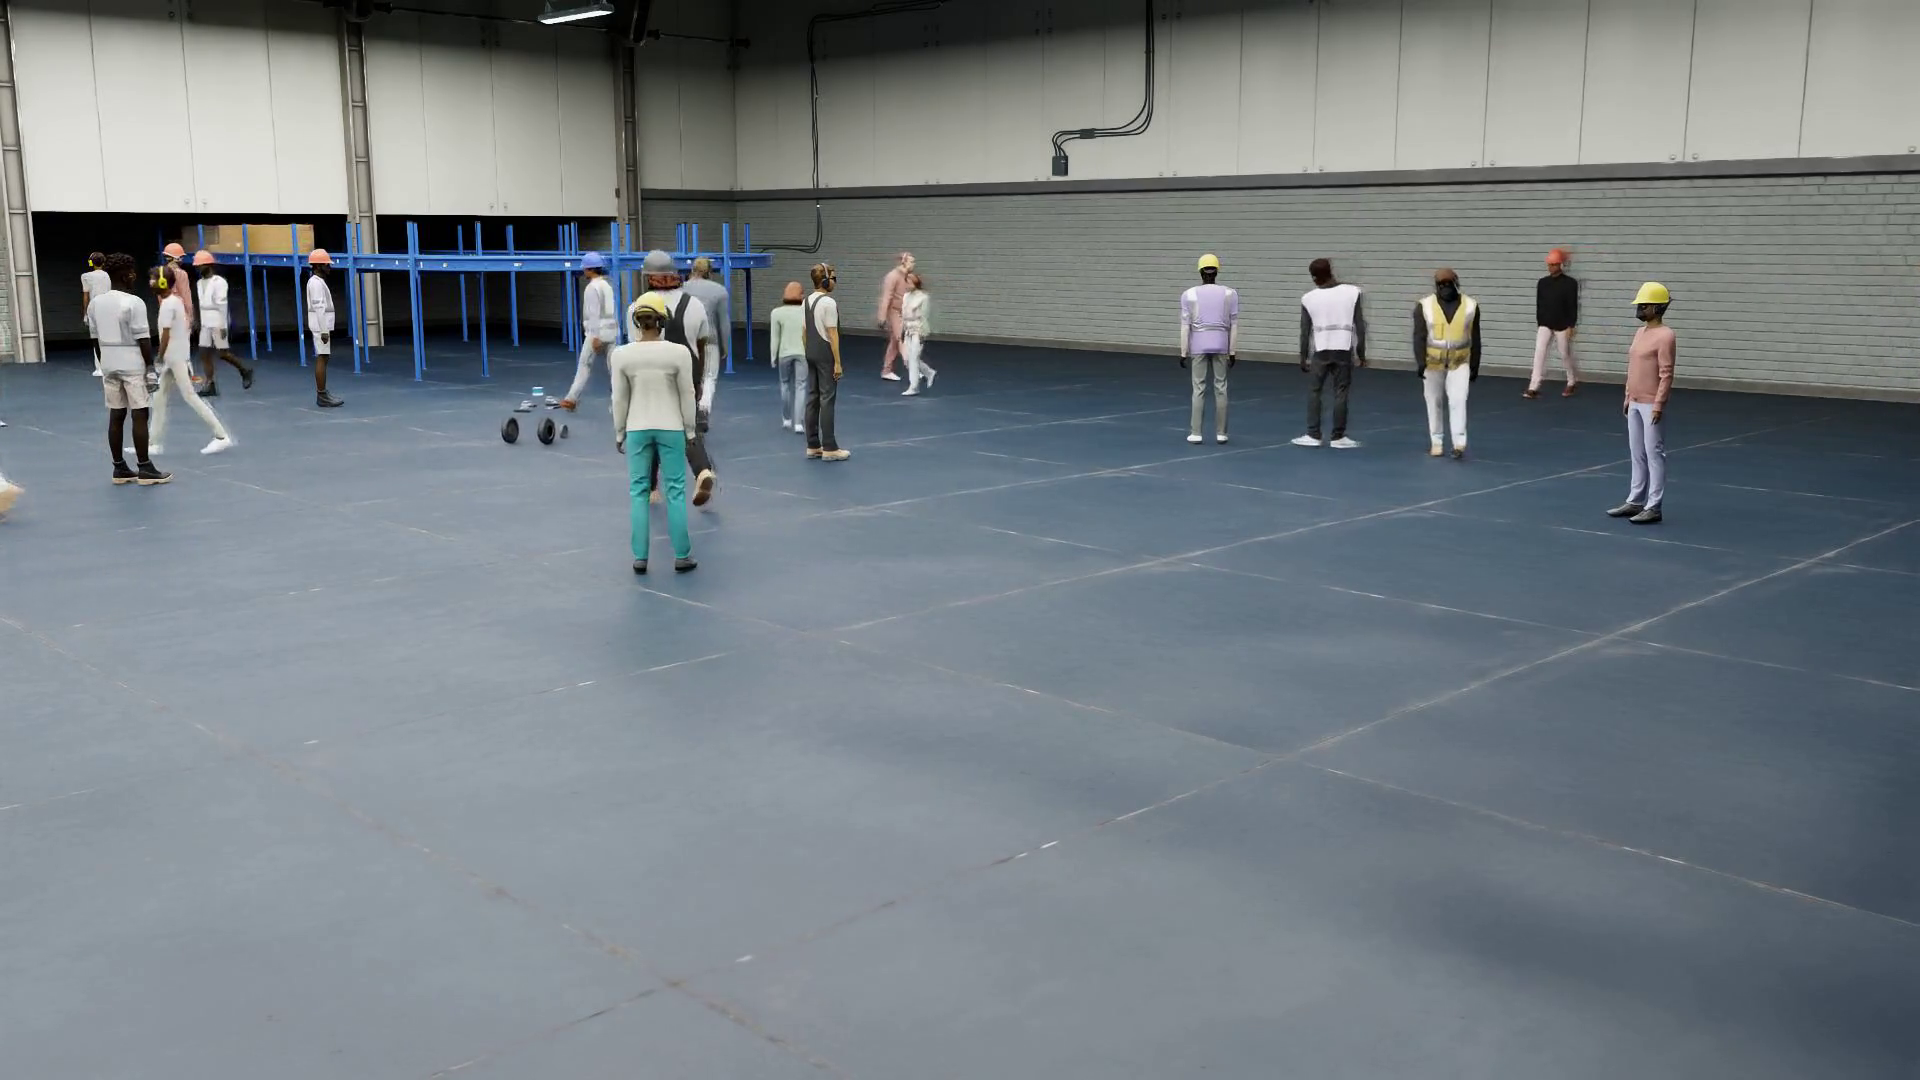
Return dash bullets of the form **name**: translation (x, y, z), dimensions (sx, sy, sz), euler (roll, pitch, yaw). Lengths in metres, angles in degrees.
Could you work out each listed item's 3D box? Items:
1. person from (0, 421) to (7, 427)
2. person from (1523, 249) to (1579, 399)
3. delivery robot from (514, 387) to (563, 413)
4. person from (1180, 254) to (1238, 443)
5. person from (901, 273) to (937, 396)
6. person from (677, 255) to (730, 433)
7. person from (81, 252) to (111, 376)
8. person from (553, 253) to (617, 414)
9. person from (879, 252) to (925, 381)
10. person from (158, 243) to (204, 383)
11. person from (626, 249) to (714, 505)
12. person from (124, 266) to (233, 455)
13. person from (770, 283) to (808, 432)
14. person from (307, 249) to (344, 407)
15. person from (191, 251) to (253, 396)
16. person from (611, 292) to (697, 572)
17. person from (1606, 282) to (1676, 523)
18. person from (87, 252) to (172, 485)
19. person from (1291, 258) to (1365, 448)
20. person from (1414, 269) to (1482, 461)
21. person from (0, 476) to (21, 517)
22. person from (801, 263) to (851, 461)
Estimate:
- **person**: translation (-11.061, -2.069, 18.505), dimensions (0.757, 1.616, 0.524), euler (0, 10, 1)
- **person**: translation (7.811, -2.825, 21.739), dimensions (1.084, 1.941, 0.637), euler (-9, 14, -42)
- **delivery robot**: translation (-4.376, -1.468, 17.238), dimensions (0.335, 0.223, 0.698), euler (3, 11, 14)
- **person**: translation (2.534, -1.949, 16.989), dimensions (0.585, 1.918, 0.386), euler (0, 10, 0)
- **person**: translation (-0.543, -2.740, 22.128), dimensions (0.558, 1.620, 0.523), euler (-8, 13, -36)
- **person**: translation (-2.780, -2.066, 17.682), dimensions (0.643, 1.907, 0.788), euler (1, 10, 3)
- **person**: translation (-12.989, -3.418, 25.166), dimensions (0.520, 1.865, 0.318), euler (-8, 13, -36)
- **person**: translation (-4.341, -2.433, 19.681), dimensions (0.984, 1.891, 0.644), euler (2, 11, 11)
- **person**: translation (-0.779, -3.217, 24.075), dimensions (0.969, 1.854, 0.695), euler (5, 12, 27)
- **person**: translation (-11.267, -3.267, 23.966), dimensions (0.618, 1.994, 0.380), euler (5, 12, 26)
- **person**: translation (-2.270, -1.257, 12.999), dimensions (0.685, 2.000, 0.899), euler (-7, 12, -32)
- **person**: translation (-7.597, -1.733, 16.097), dimensions (0.964, 1.830, 0.537), euler (-5, 11, -23)
- **person**: translation (-1.792, -1.991, 18.099), dimensions (0.521, 1.590, 0.826), euler (-1, 10, -3)
- **person**: translation (-7.935, -2.647, 20.741), dimensions (0.354, 1.939, 0.545), euler (-4, 11, -23)
- **person**: translation (-9.838, -2.878, 22.075), dimensions (0.549, 1.913, 0.733), euler (5, 12, 26)
- **person**: translation (-1.917, -0.675, 10.483), dimensions (0.523, 1.759, 0.333), euler (0, 10, -1)
- **person**: translation (5.082, -1.018, 12.332), dimensions (0.308, 1.769, 0.525), euler (-1, 10, -6)
- **person**: translation (-7.104, -1.460, 14.193), dimensions (0.606, 1.966, 0.367), euler (4, 11, 19)
- **person**: translation (3.698, -1.855, 16.602), dimensions (0.697, 1.880, 0.366), euler (1, 10, 8)
- **person**: translation (4.601, -1.648, 15.715), dimensions (0.636, 1.779, 1.004), euler (2, 11, 12)
- **person**: translation (-7.454, -1.030, 12.256), dimensions (0.841, 1.820, 0.621), euler (-3, 11, -16)
- **person**: translation (-1.293, -1.687, 15.760), dimensions (0.344, 1.847, 0.504), euler (-9, 14, -40)
